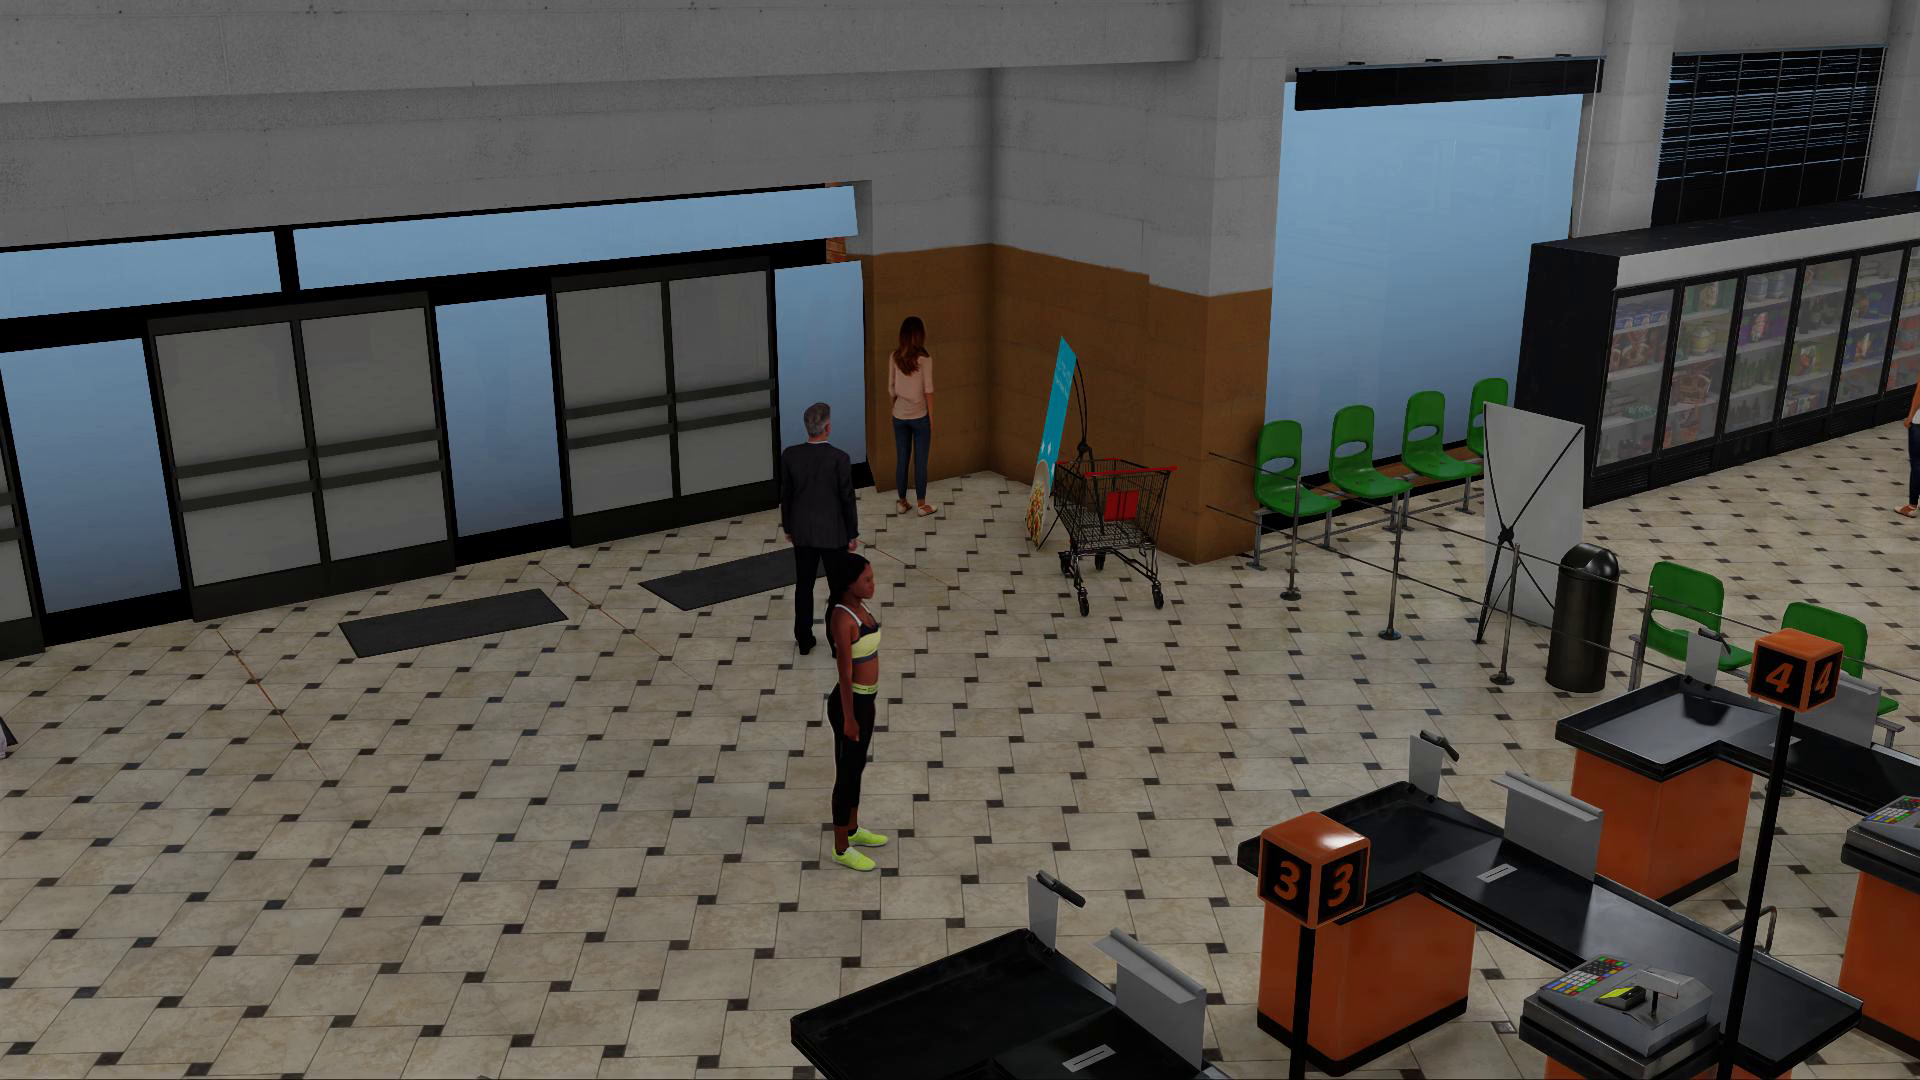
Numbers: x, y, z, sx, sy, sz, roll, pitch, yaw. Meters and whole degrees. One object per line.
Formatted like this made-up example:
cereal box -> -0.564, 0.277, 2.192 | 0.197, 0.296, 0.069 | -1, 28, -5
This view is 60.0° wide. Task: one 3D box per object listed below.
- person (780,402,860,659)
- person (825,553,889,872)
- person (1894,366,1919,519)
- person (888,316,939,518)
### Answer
person -> -0.979, -0.074, 11.680 | 0.777, 1.841, 0.868 | 5, 19, 15
person -> -0.583, 0.900, 8.926 | 0.697, 1.755, 0.642 | 4, 19, 11
person -> 8.628, -1.078, 14.745 | 0.683, 1.784, 0.689 | -2, 19, -5
person -> -0.434, -1.102, 14.805 | 0.614, 1.792, 0.727 | 9, 21, 25
